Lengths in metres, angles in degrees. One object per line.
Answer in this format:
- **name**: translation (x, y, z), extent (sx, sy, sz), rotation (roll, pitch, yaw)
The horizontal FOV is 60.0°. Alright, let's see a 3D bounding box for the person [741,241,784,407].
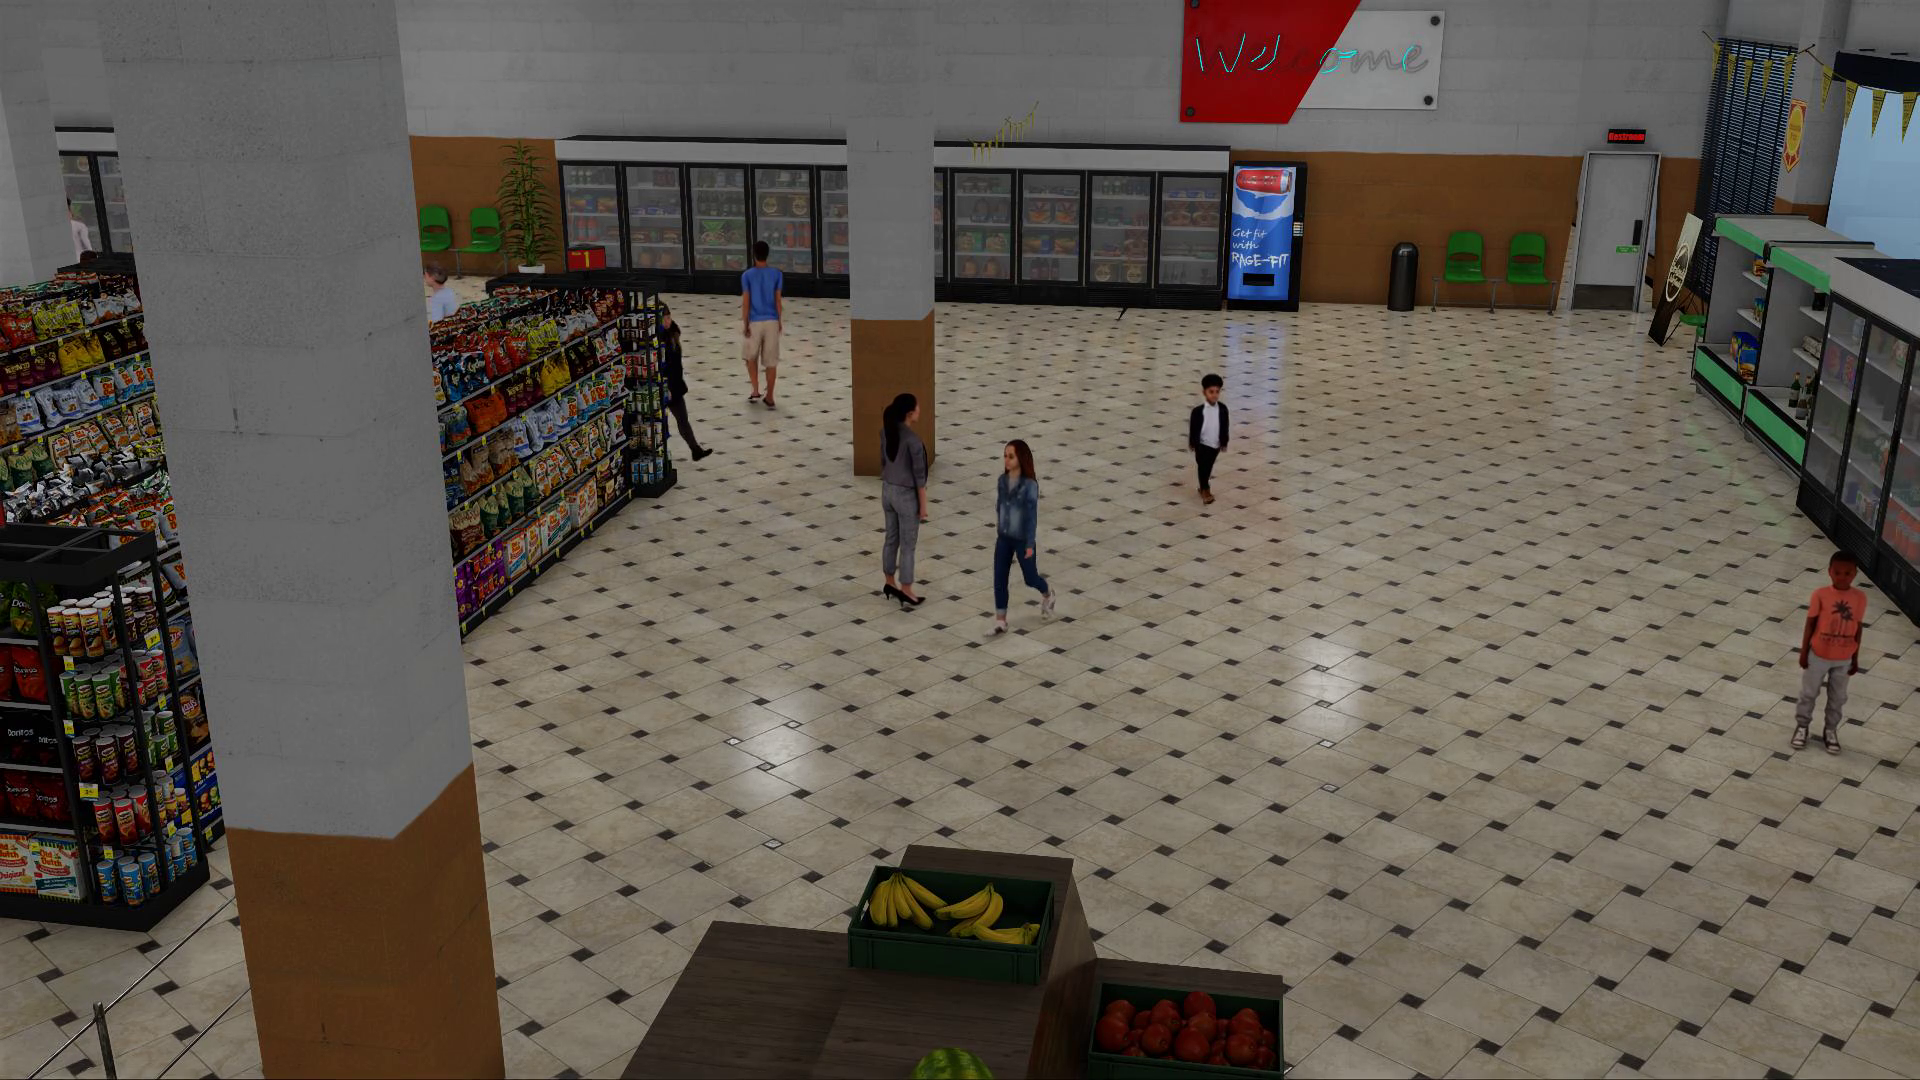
- **person**: translation (-2.211, -2.423, 18.788), extent (0.773, 1.850, 0.820), rotation (-5, 19, -15)

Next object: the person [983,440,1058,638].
- **person**: translation (0.474, -0.017, 12.270), extent (0.849, 1.455, 1.029), rotation (15, 24, 37)

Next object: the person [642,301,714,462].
- **person**: translation (-3.022, -1.527, 16.492), extent (0.871, 1.619, 1.065), rotation (6, 20, 17)

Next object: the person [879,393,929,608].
- **person**: translation (-0.456, -0.306, 12.783), extent (0.755, 1.675, 0.719), rotation (-17, 25, -40)

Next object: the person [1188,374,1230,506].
- **person**: translation (2.287, -0.939, 15.417), extent (0.683, 1.190, 0.891), rotation (-3, 19, -9)

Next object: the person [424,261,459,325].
- **person**: translation (-5.304, -1.987, 17.443), extent (0.817, 1.882, 0.719), rotation (0, 19, 0)

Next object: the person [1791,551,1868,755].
- **person**: translation (5.455, 0.683, 10.420), extent (0.511, 1.309, 0.507), rotation (7, 20, 19)
